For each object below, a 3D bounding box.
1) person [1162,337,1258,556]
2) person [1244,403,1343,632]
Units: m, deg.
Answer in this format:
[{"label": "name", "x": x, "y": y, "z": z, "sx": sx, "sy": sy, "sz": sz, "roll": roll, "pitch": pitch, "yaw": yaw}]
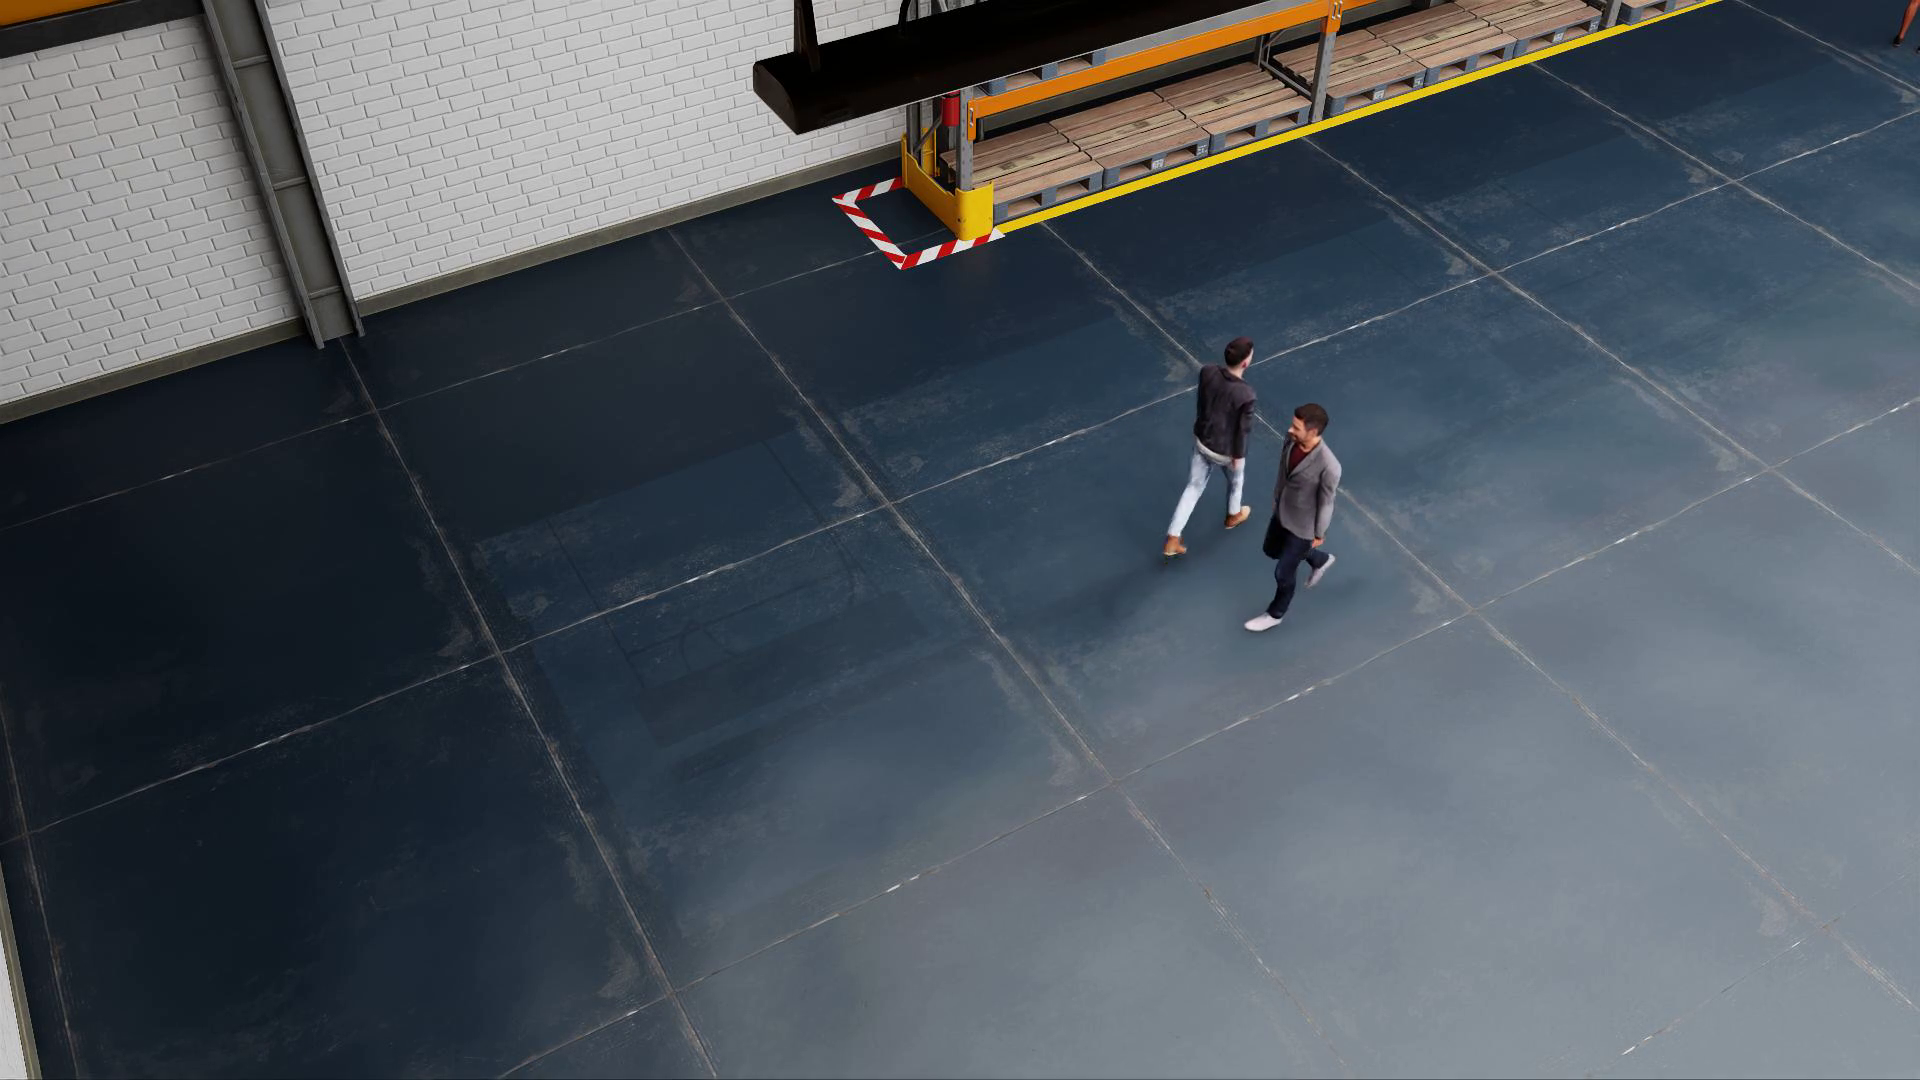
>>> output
[{"label": "person", "x": 1.719, "y": -0.618, "z": 11.407, "sx": 0.899, "sy": 1.815, "sz": 1.209, "roll": 32, "pitch": 52, "yaw": 29}, {"label": "person", "x": 2.286, "y": -0.170, "z": 10.912, "sx": 1.020, "sy": 1.850, "sz": 0.745, "roll": -17, "pitch": 46, "yaw": -17}]
